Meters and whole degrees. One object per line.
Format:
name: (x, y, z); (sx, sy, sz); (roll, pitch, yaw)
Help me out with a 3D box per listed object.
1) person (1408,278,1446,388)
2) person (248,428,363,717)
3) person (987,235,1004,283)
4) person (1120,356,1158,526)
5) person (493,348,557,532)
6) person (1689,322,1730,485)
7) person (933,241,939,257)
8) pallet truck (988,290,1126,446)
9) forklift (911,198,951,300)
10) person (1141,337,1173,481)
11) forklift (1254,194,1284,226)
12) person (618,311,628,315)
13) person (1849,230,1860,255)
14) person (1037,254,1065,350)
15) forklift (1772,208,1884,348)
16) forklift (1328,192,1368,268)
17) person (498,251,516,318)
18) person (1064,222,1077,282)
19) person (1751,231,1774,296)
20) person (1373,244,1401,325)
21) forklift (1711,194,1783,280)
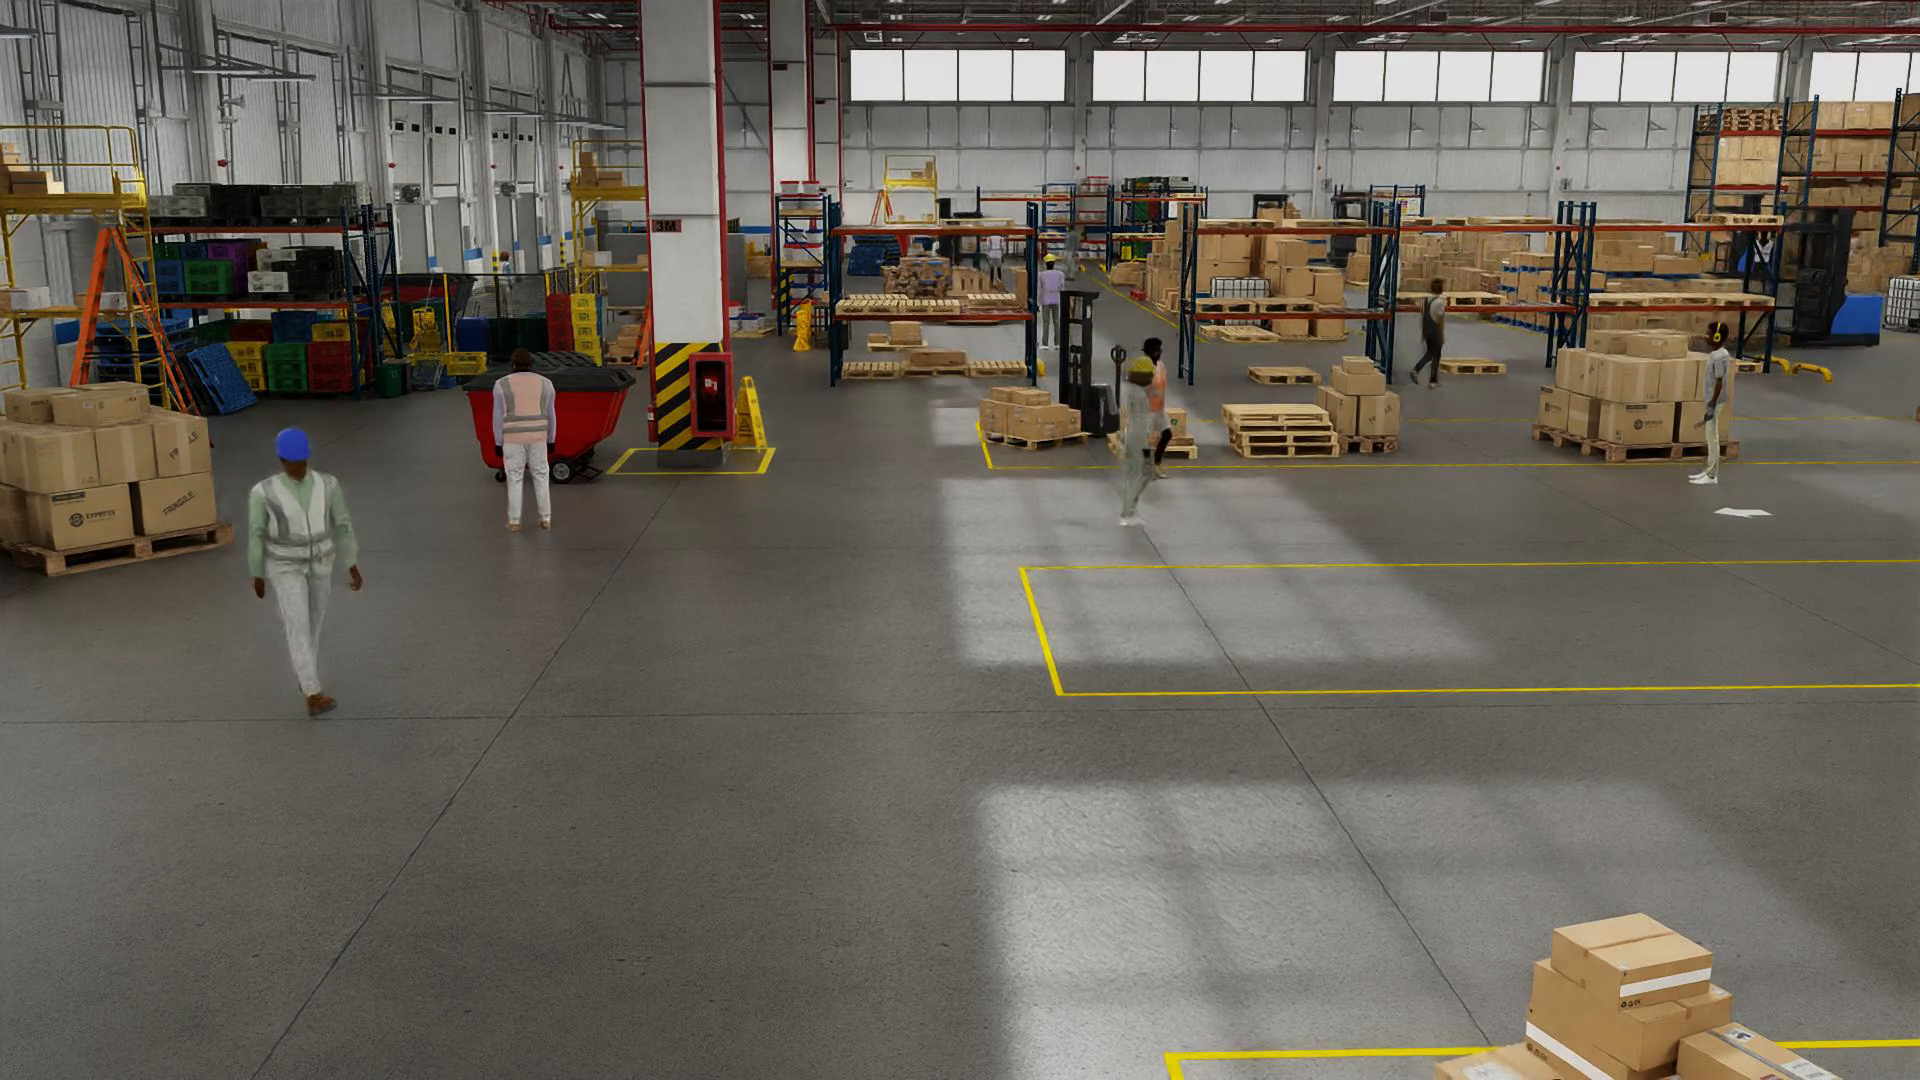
person: (7.801, -3.419, 27.566); (0.494, 1.832, 0.520); (-4, 13, -19)
person: (-4.323, 0.199, 11.046); (0.960, 1.893, 0.618); (12, 17, 43)
person: (1.088, -8.768, 51.455); (0.552, 1.937, 0.356); (-2, 13, -8)
person: (1.810, -0.991, 16.819); (0.405, 1.732, 0.484); (1, 13, 6)
person: (-4.346, -0.997, 16.629); (0.628, 1.832, 0.429); (-7, 14, -28)
person: (8.618, -1.564, 19.078); (0.328, 1.873, 0.521); (6, 14, 25)
person: (-0.552, -8.008, 48.177); (0.589, 1.869, 0.486); (-8, 15, -31)
pallet truck: (1.257, -2.299, 22.111); (1.885, 1.965, 0.823); (-9, 15, -35)
forklift: (-0.446, -8.178, 46.646); (1.873, 2.768, 1.129); (0, 12, -2)
person: (2.242, -1.495, 19.188); (0.559, 1.677, 0.487); (-12, 17, -43)
forklift: (10.138, -9.988, 54.815); (1.129, 2.768, 1.873); (5, 13, 20)
person: (-8.255, -6.581, 41.714); (0.733, 1.894, 0.593); (-11, 16, -40)
person: (29.663, -9.455, 55.234); (0.307, 1.639, 0.525); (-10, 16, -37)
person: (1.824, -4.810, 33.608); (0.587, 1.927, 0.365); (-3, 13, -15)
forklift: (17.729, -5.357, 33.907); (1.873, 2.768, 1.129); (0, 12, -2)
forklift: (14.293, -11.246, 60.497); (1.129, 2.768, 1.873); (8, 15, 32)
person: (-11.155, -6.261, 40.839); (0.323, 1.631, 0.523); (-10, 16, -38)
person: (3.622, -9.449, 54.529); (0.368, 1.937, 0.632); (-5, 13, -21)
person: (23.136, -7.997, 48.019); (0.597, 1.916, 0.370); (6, 14, 24)
person: (10.004, -5.995, 39.060); (0.631, 1.897, 0.987); (1, 13, 6)
forklift: (26.055, -9.994, 54.842); (1.873, 2.768, 1.129); (11, 17, 42)
